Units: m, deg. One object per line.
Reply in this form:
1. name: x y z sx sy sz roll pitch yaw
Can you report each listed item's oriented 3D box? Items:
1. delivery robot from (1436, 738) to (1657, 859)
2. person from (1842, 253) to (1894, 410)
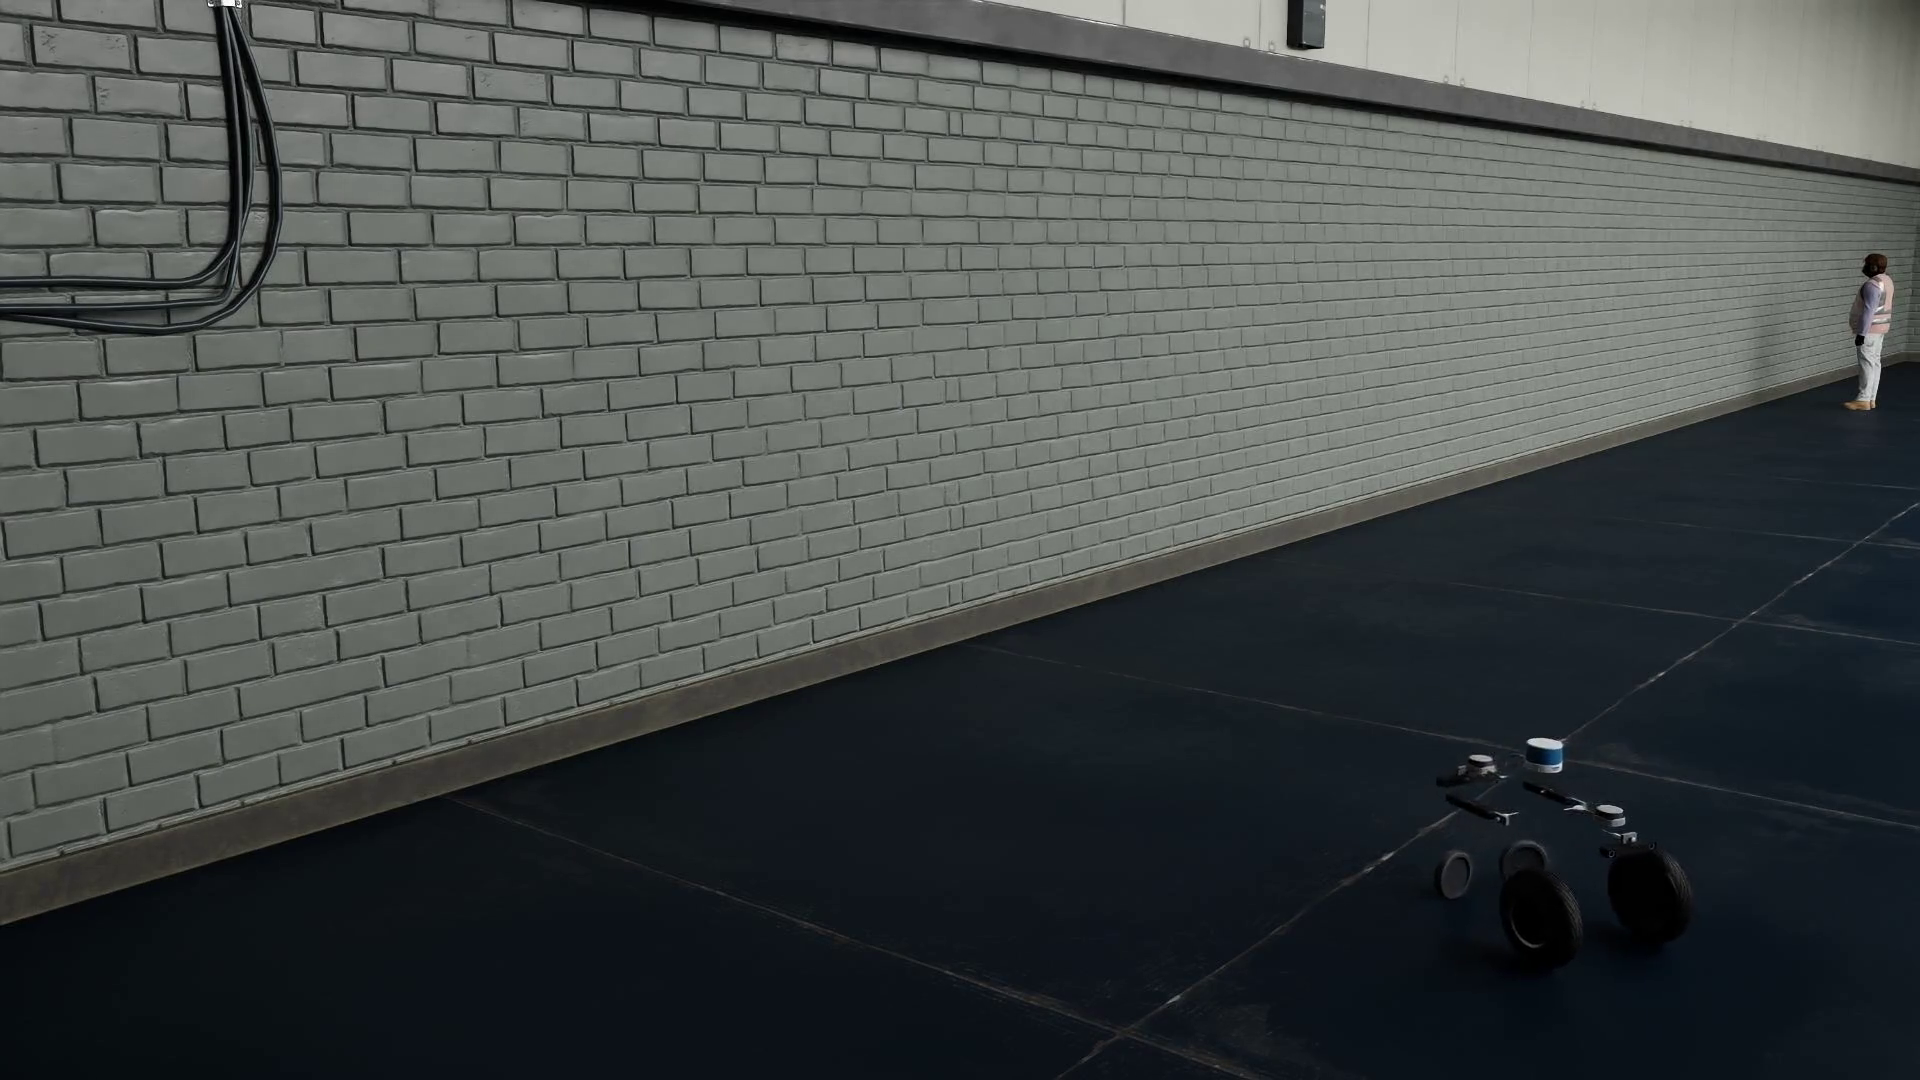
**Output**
1. delivery robot: 1.708 0.702 4.877 0.335 0.223 0.698 -5 11 -25
2. person: 10.818 -2.481 19.806 0.429 1.846 0.626 9 14 42
